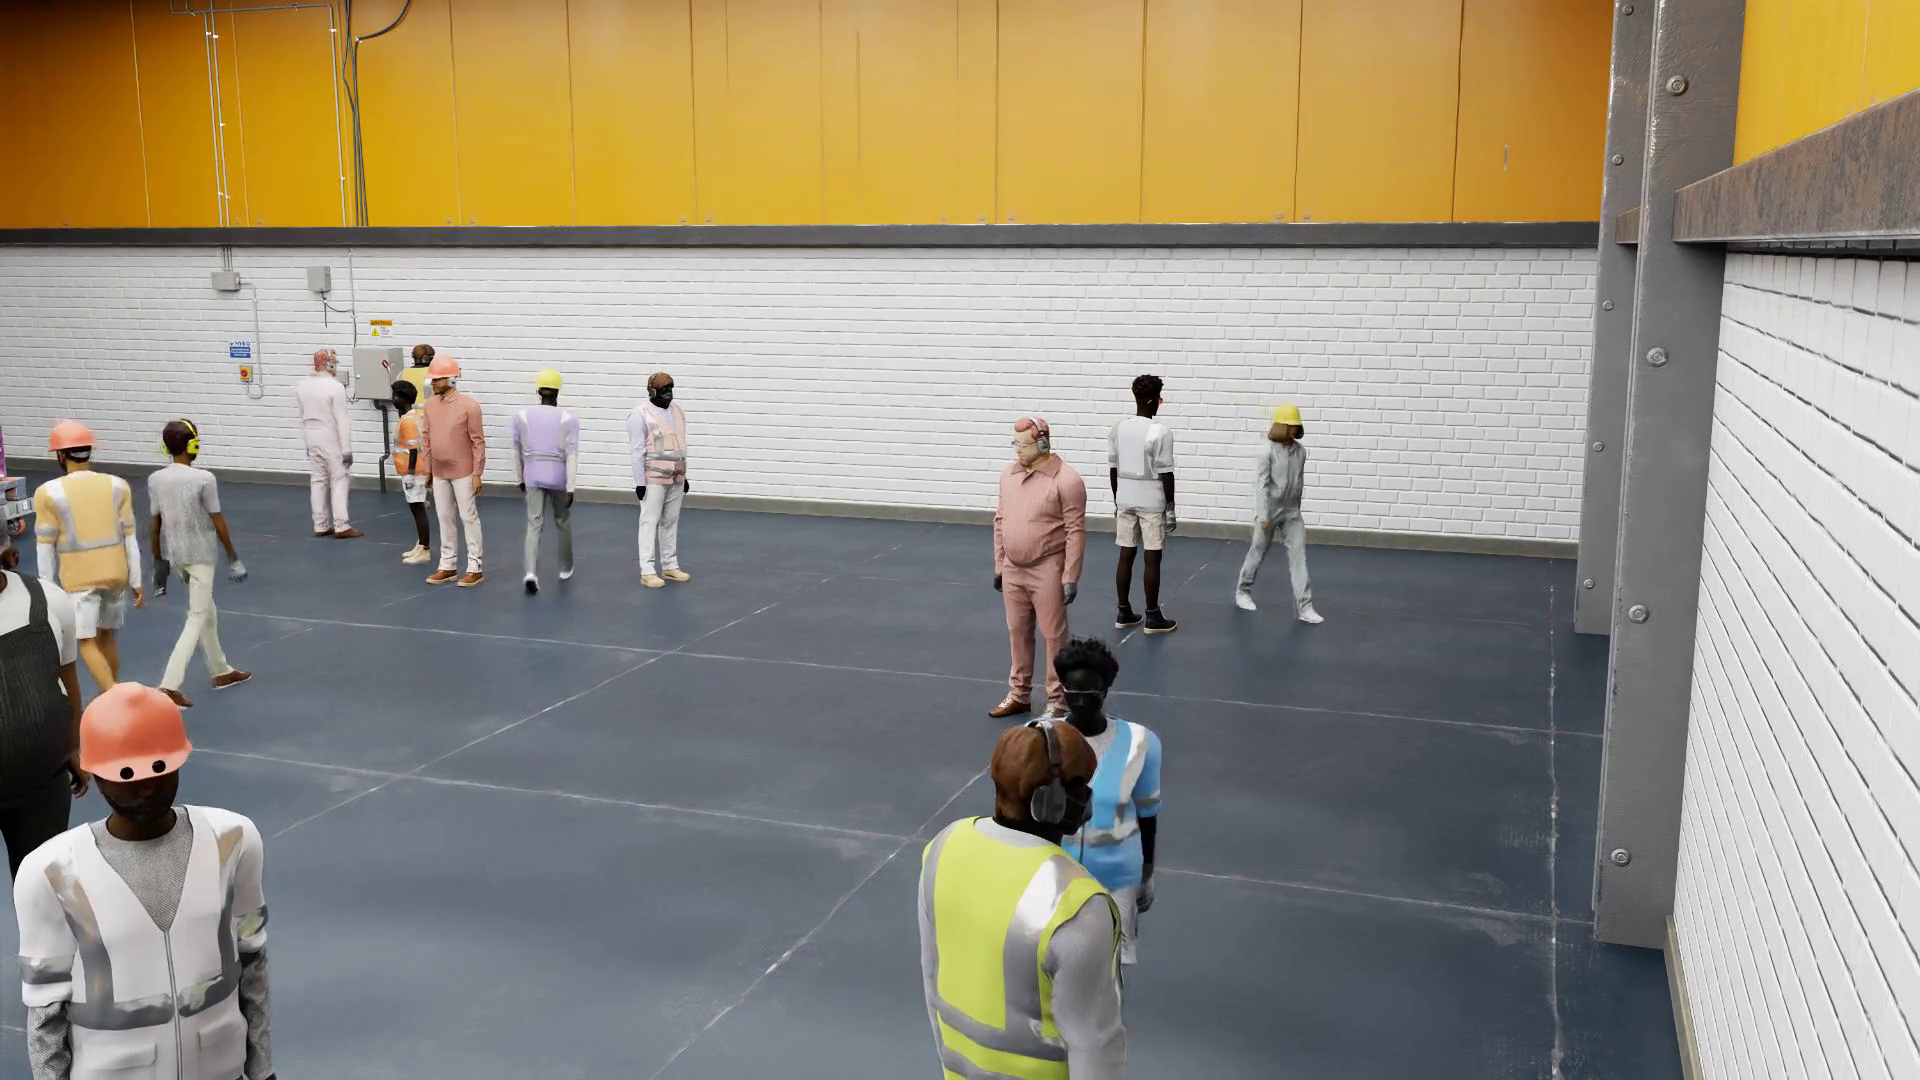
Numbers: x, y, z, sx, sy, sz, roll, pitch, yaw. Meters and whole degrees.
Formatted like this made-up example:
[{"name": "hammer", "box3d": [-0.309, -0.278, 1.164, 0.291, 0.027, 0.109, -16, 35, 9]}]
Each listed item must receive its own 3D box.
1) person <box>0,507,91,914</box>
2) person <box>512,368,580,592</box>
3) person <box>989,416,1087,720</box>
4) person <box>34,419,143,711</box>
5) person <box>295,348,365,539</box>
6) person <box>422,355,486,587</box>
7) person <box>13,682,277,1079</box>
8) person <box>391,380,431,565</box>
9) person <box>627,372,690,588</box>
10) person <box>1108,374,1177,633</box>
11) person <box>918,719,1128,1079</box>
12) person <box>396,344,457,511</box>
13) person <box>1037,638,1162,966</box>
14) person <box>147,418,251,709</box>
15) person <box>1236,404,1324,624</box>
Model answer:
[{"name": "person", "box3d": [-3.568, 0.825, 6.173, 0.536, 2.000, 0.682, 9, 14, 42]}, {"name": "person", "box3d": [-3.533, -0.520, 14.211, 0.587, 1.885, 0.970, -1, 10, -5]}, {"name": "person", "box3d": [0.446, 0.193, 10.136, 0.651, 1.898, 0.401, 9, 13, 41]}, {"name": "person", "box3d": [-5.135, 0.238, 9.911, 0.853, 1.906, 0.557, 8, 13, 39]}, {"name": "person", "box3d": [-6.301, -0.964, 16.630, 0.652, 1.906, 0.403, 5, 11, 27]}, {"name": "person", "box3d": [-4.358, -0.589, 14.271, 0.616, 1.990, 0.393, 5, 11, 24]}, {"name": "person", "box3d": [-1.879, 1.274, 3.934, 0.545, 1.938, 0.362, -9, 14, -42]}, {"name": "person", "box3d": [-5.046, -0.624, 15.295, 0.317, 1.697, 0.540, -3, 11, -16]}, {"name": "person", "box3d": [-2.562, -0.525, 14.340, 0.429, 1.842, 0.633, 7, 12, 33]}, {"name": "person", "box3d": [1.392, -0.277, 12.590, 0.607, 1.966, 0.367, 10, 14, 44]}, {"name": "person", "box3d": [0.173, 1.321, 3.947, 0.429, 1.839, 0.633, -7, 12, -36]}, {"name": "person", "box3d": [-5.897, -1.241, 18.380, 0.624, 1.841, 0.430, 4, 11, 19]}, {"name": "person", "box3d": [0.411, 1.116, 5.641, 0.532, 1.654, 0.870, 2, 10, 8]}, {"name": "person", "box3d": [-4.915, 0.137, 10.652, 0.528, 1.832, 0.926, 4, 11, 22]}, {"name": "person", "box3d": [2.503, -0.231, 13.096, 0.503, 1.696, 0.911, -6, 11, -29]}]
